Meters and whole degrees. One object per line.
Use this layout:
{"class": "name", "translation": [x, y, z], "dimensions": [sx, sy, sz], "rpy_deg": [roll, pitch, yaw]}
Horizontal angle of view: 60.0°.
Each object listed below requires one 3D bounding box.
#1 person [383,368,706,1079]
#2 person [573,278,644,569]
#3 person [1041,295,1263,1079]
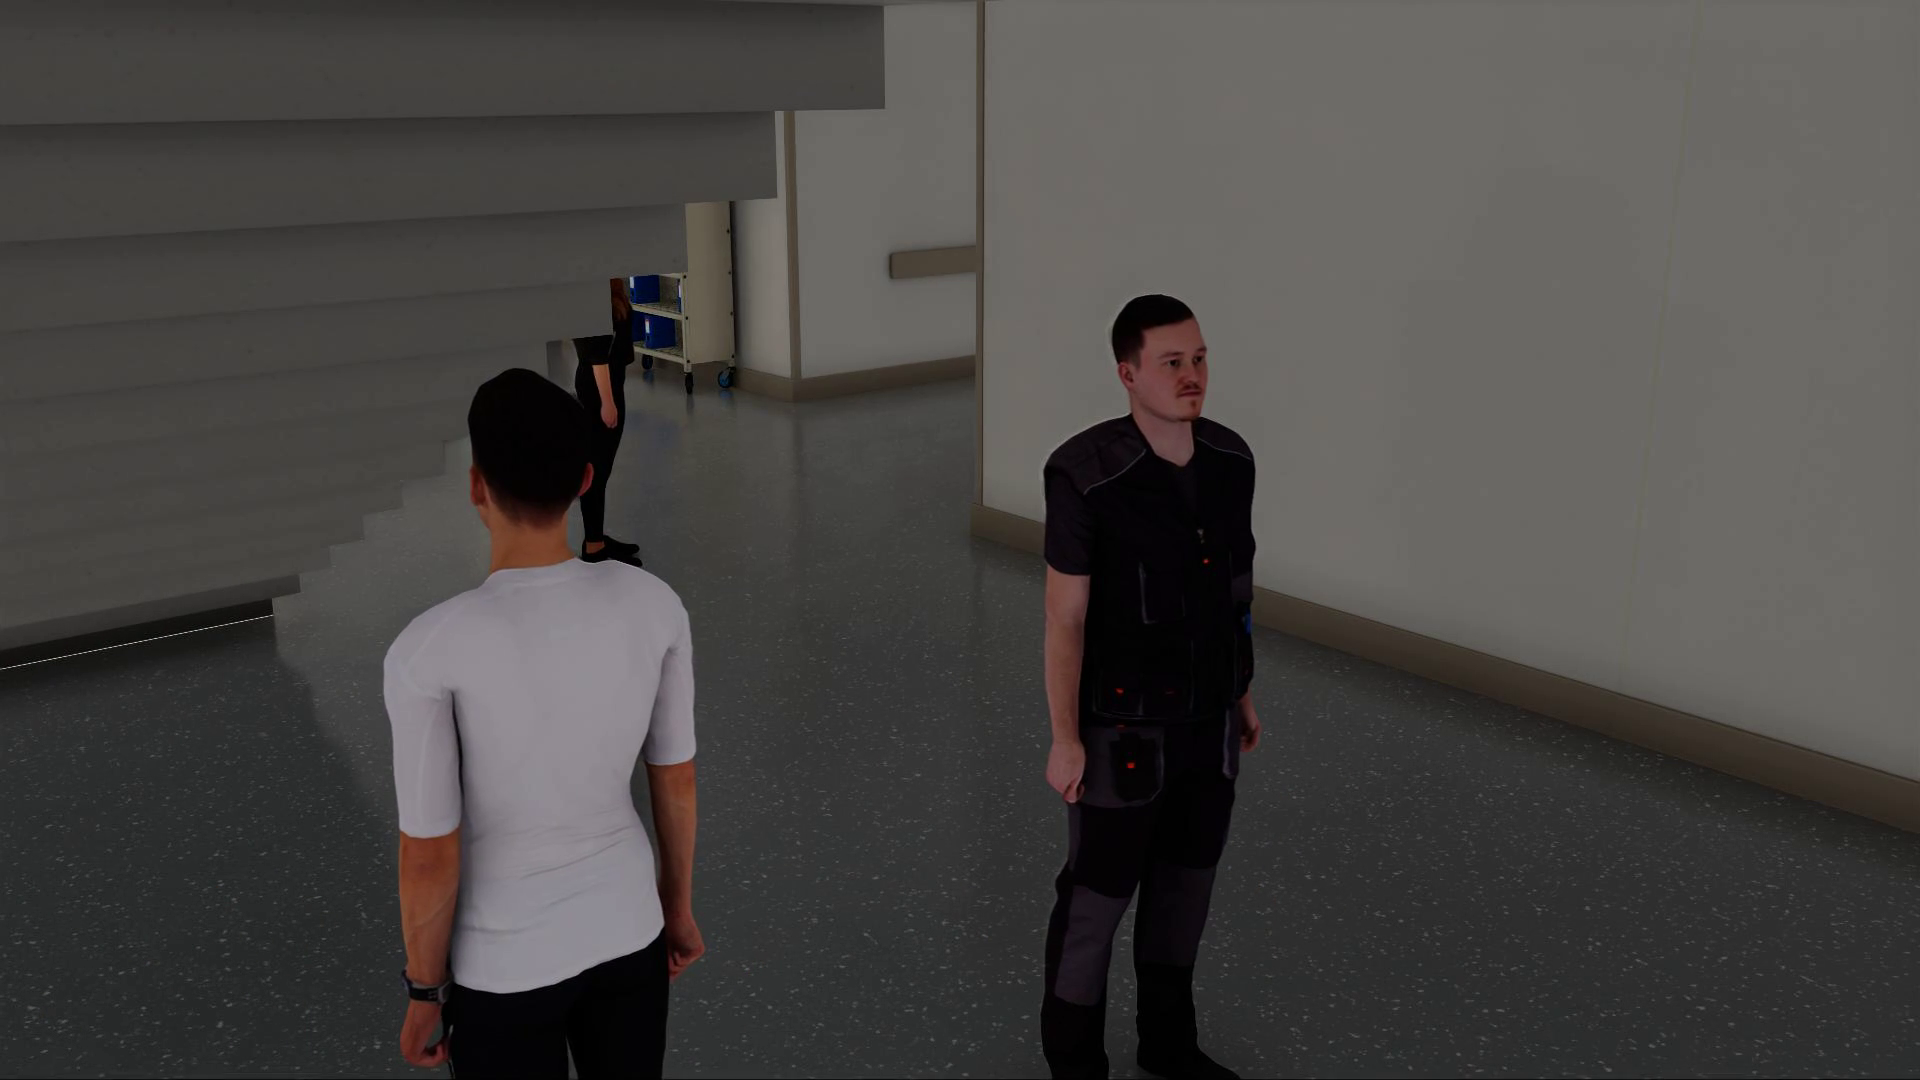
{"class": "person", "translation": [-0.645, 0.643, 2.679], "dimensions": [0.671, 1.851, 0.528], "rpy_deg": [-13, 20, -39]}
{"class": "person", "translation": [-1.692, -0.720, 7.772], "dimensions": [0.753, 1.710, 0.632], "rpy_deg": [-3, 16, -11]}
{"class": "person", "translation": [0.409, 0.391, 3.583], "dimensions": [0.745, 1.845, 0.603], "rpy_deg": [-11, 19, -34]}
